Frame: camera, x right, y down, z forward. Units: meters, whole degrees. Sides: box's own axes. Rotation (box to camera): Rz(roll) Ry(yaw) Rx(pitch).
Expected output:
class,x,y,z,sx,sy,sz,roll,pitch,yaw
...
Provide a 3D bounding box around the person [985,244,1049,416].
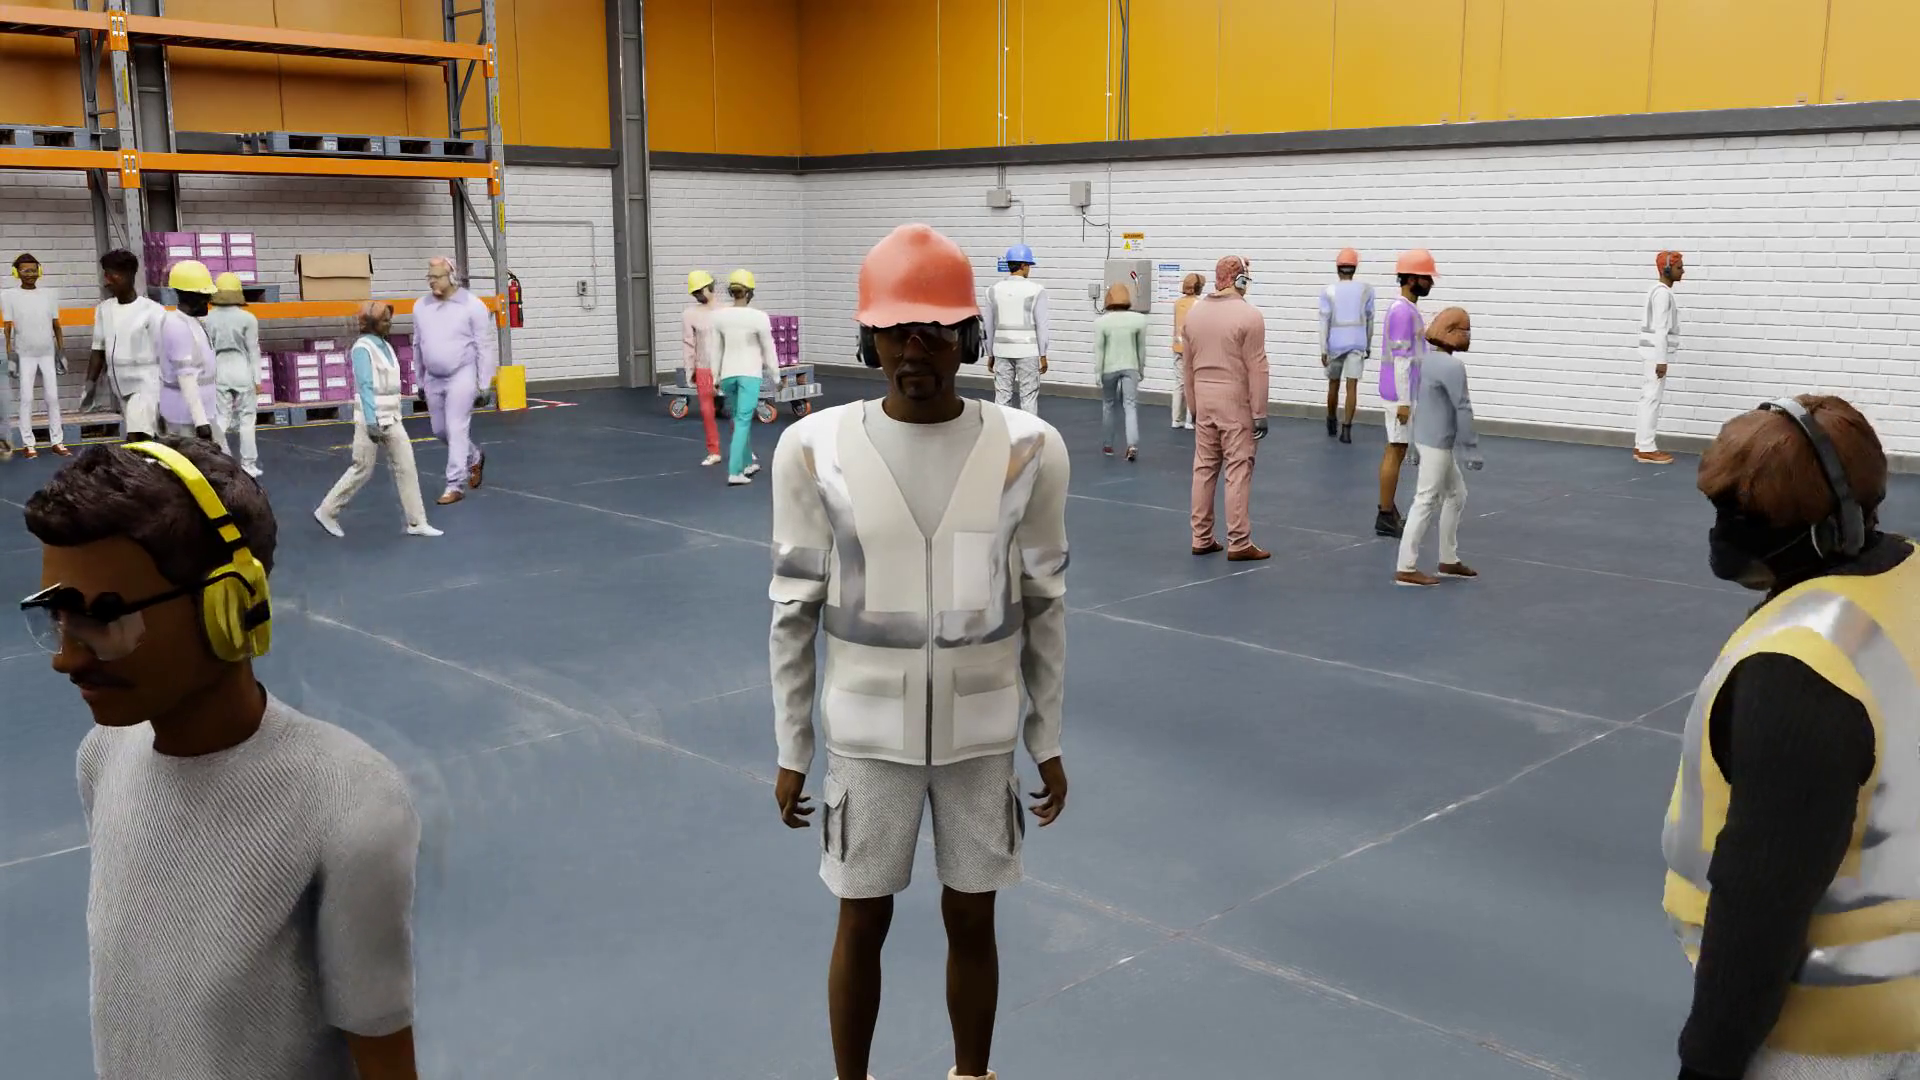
class,x,y,z,sx,sy,sz,roll,pitch,yaw
person,0.516,-1.677,14.959,0.603,1.942,0.402,5,11,24

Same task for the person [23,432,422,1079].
class,x,y,z,sx,sy,sz,roll,pitch,yaw
person,-0.729,0.777,1.904,0.519,1.837,0.803,6,12,29

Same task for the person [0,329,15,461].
class,x,y,z,sx,sy,sz,roll,pitch,yaw
person,-5.608,-0.600,9.280,0.873,1.867,0.687,6,12,28

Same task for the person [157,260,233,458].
class,x,y,z,sx,sy,sz,roll,pitch,yaw
person,-4.907,-0.813,10.434,0.924,1.886,0.580,-2,11,-10

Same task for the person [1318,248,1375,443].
class,x,y,z,sx,sy,sz,roll,pitch,yaw
person,3.821,-1.936,16.515,0.548,1.879,1.001,2,11,9

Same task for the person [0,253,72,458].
class,x,y,z,sx,sy,sz,roll,pitch,yaw
person,-8.434,-1.677,15.190,0.320,1.861,0.513,10,14,42

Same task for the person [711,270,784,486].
class,x,y,z,sx,sy,sz,roll,pitch,yaw
person,-1.726,-1.337,13.652,0.545,1.732,0.807,5,11,24

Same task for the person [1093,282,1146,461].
class,x,y,z,sx,sy,sz,roll,pitch,yaw
person,1.452,-1.533,15.082,0.495,1.601,0.809,0,10,0

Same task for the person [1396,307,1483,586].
class,x,y,z,sx,sy,sz,roll,pitch,yaw
person,2.833,-0.525,9.584,0.651,1.611,0.507,0,10,2

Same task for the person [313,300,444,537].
class,x,y,z,sx,sy,sz,roll,pitch,yaw
person,-3.936,-0.802,11.105,0.807,1.606,0.517,1,10,7

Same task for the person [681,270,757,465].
class,x,y,z,sx,sy,sz,roll,pitch,yaw
person,-2.144,-1.515,14.685,0.600,1.724,0.542,-1,10,-8

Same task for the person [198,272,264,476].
class,x,y,z,sx,sy,sz,roll,pitch,yaw
person,-6.036,-1.347,13.752,0.489,1.728,0.582,0,10,0

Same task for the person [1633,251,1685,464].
class,x,y,z,sx,sy,sz,roll,pitch,yaw
person,6.251,-1.631,14.873,0.357,1.881,0.574,3,11,18

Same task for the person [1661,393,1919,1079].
class,x,y,z,sx,sy,sz,roll,pitch,yaw
person,1.337,0.669,2.561,0.775,1.803,0.446,-9,14,-41

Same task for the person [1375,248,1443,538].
class,x,y,z,sx,sy,sz,roll,pitch,yaw
person,3.017,-0.986,11.207,0.378,1.932,0.551,3,11,14

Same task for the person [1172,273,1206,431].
class,x,y,z,sx,sy,sz,roll,pitch,yaw
person,2.385,-1.953,17.324,0.316,1.630,0.520,-7,12,-33

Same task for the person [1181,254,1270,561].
class,x,y,z,sx,sy,sz,roll,pitch,yaw
person,1.686,-0.822,10.404,0.410,1.905,0.640,-9,14,-40

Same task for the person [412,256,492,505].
class,x,y,z,sx,sy,sz,roll,pitch,yaw
person,-3.890,-1.247,12.820,0.645,1.875,0.823,3,11,15

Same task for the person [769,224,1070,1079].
class,x,y,z,sx,sy,sz,roll,pitch,yaw
person,-0.075,0.394,3.388,0.614,2.041,0.389,-1,10,-6

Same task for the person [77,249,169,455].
class,x,y,z,sx,sy,sz,roll,pitch,yaw
person,-5.796,-1.034,11.513,0.630,1.920,0.968,5,12,26
